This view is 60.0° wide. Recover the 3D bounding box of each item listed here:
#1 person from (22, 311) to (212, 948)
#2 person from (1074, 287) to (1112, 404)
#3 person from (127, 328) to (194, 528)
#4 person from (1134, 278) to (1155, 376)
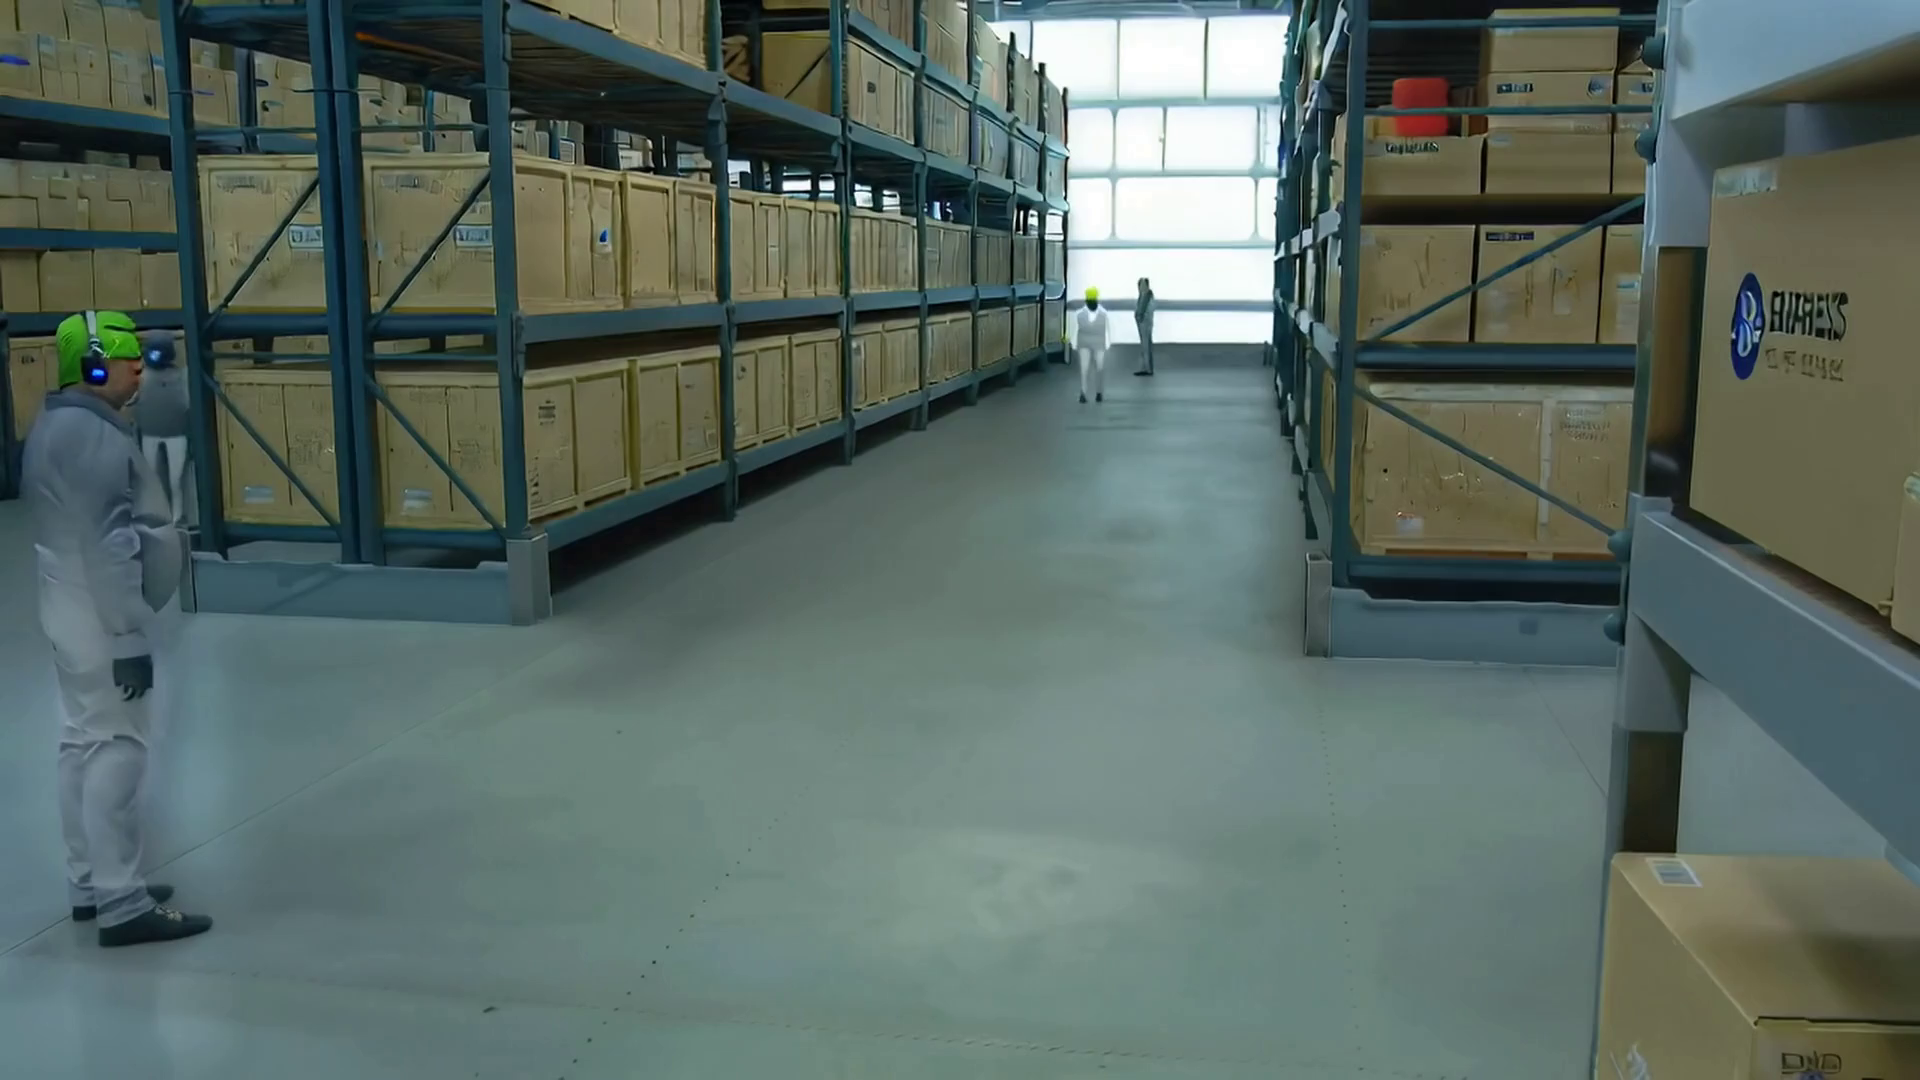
[{"bbox_3d":[-2.567,0.264,5.063,0.399,1.907,0.644,-7,12,-38],"label":"person"},{"bbox_3d":[2.055,-3.008,25.710,0.600,1.791,0.890,2,9,13],"label":"person"},{"bbox_3d":[-5.831,-0.742,12.195,0.501,1.620,0.357,-3,9,-15],"label":"person"},{"bbox_3d":[3.594,-4.157,32.536,0.398,1.900,0.636,2,9,13],"label":"person"}]
